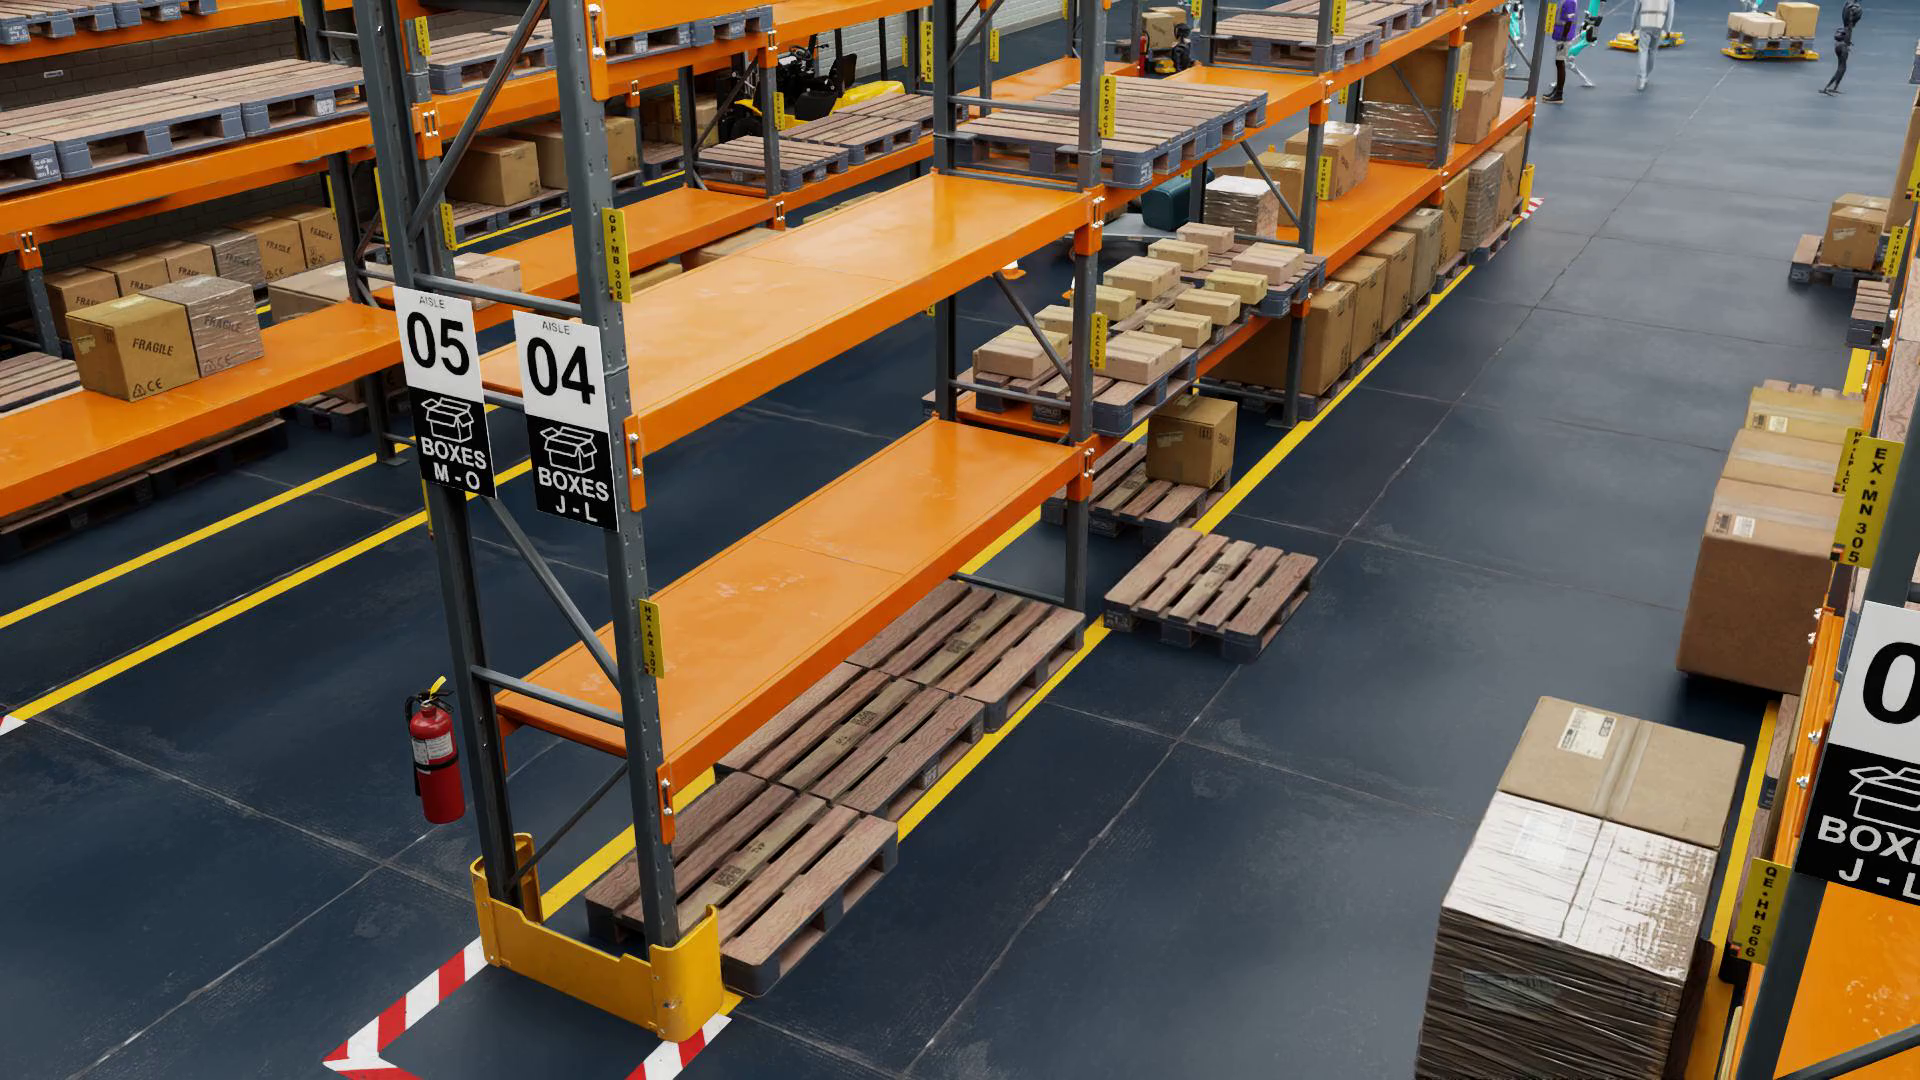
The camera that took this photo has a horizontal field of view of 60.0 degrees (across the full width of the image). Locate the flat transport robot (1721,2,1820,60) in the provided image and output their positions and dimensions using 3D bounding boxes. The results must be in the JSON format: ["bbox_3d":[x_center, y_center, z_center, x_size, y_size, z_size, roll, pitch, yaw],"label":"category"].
[{"bbox_3d":[14.222,-8.619,29.251,1.431,0.231,0.659,-1,26,-1],"label":"flat transport robot"}]

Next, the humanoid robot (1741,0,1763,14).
[{"bbox_3d":[15.148,-10.491,31.496,1.036,1.749,0.544,1,26,2],"label":"humanoid robot"}]

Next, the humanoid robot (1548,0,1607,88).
[{"bbox_3d":[9.739,-7.998,26.327,0.957,1.771,0.547,0,26,1],"label":"humanoid robot"}]

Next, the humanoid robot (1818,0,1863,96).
[{"bbox_3d":[13.727,-7.756,25.844,0.404,1.636,0.606,13,28,25],"label":"humanoid robot"}]

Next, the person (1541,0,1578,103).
[{"bbox_3d":[9.166,-7.665,25.314,0.362,1.963,0.612,8,27,16],"label":"person"}]

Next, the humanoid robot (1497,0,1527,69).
[{"bbox_3d":[9.402,-8.817,28.015,0.556,1.786,0.874,-10,27,-20],"label":"humanoid robot"}]

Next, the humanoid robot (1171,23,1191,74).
[{"bbox_3d":[2.965,-6.102,22.380,0.315,1.657,0.599,9,27,17],"label":"humanoid robot"}]

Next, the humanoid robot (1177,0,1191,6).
[{"bbox_3d":[4.575,-11.765,33.947,0.735,1.673,0.533,-18,31,-33],"label":"humanoid robot"}]

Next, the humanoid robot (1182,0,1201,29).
[{"bbox_3d":[4.377,-9.870,30.281,0.556,1.871,0.816,23,34,39],"label":"humanoid robot"}]

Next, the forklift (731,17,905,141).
[{"bbox_3d":[-1.819,-5.975,21.543,2.313,2.155,1.214,14,29,26],"label":"forklift"}]

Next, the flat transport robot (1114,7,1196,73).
[{"bbox_3d":[3.366,-8.149,28.274,0.659,0.231,1.431,-12,28,-23],"label":"flat transport robot"}]

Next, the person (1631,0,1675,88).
[{"bbox_3d":[11.053,-8.224,26.604,0.597,1.852,1.029,8,27,15],"label":"person"}]

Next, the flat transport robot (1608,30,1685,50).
[{"bbox_3d":[12.500,-9.100,30.252,1.431,0.231,0.659,-18,31,-33],"label":"flat transport robot"}]
